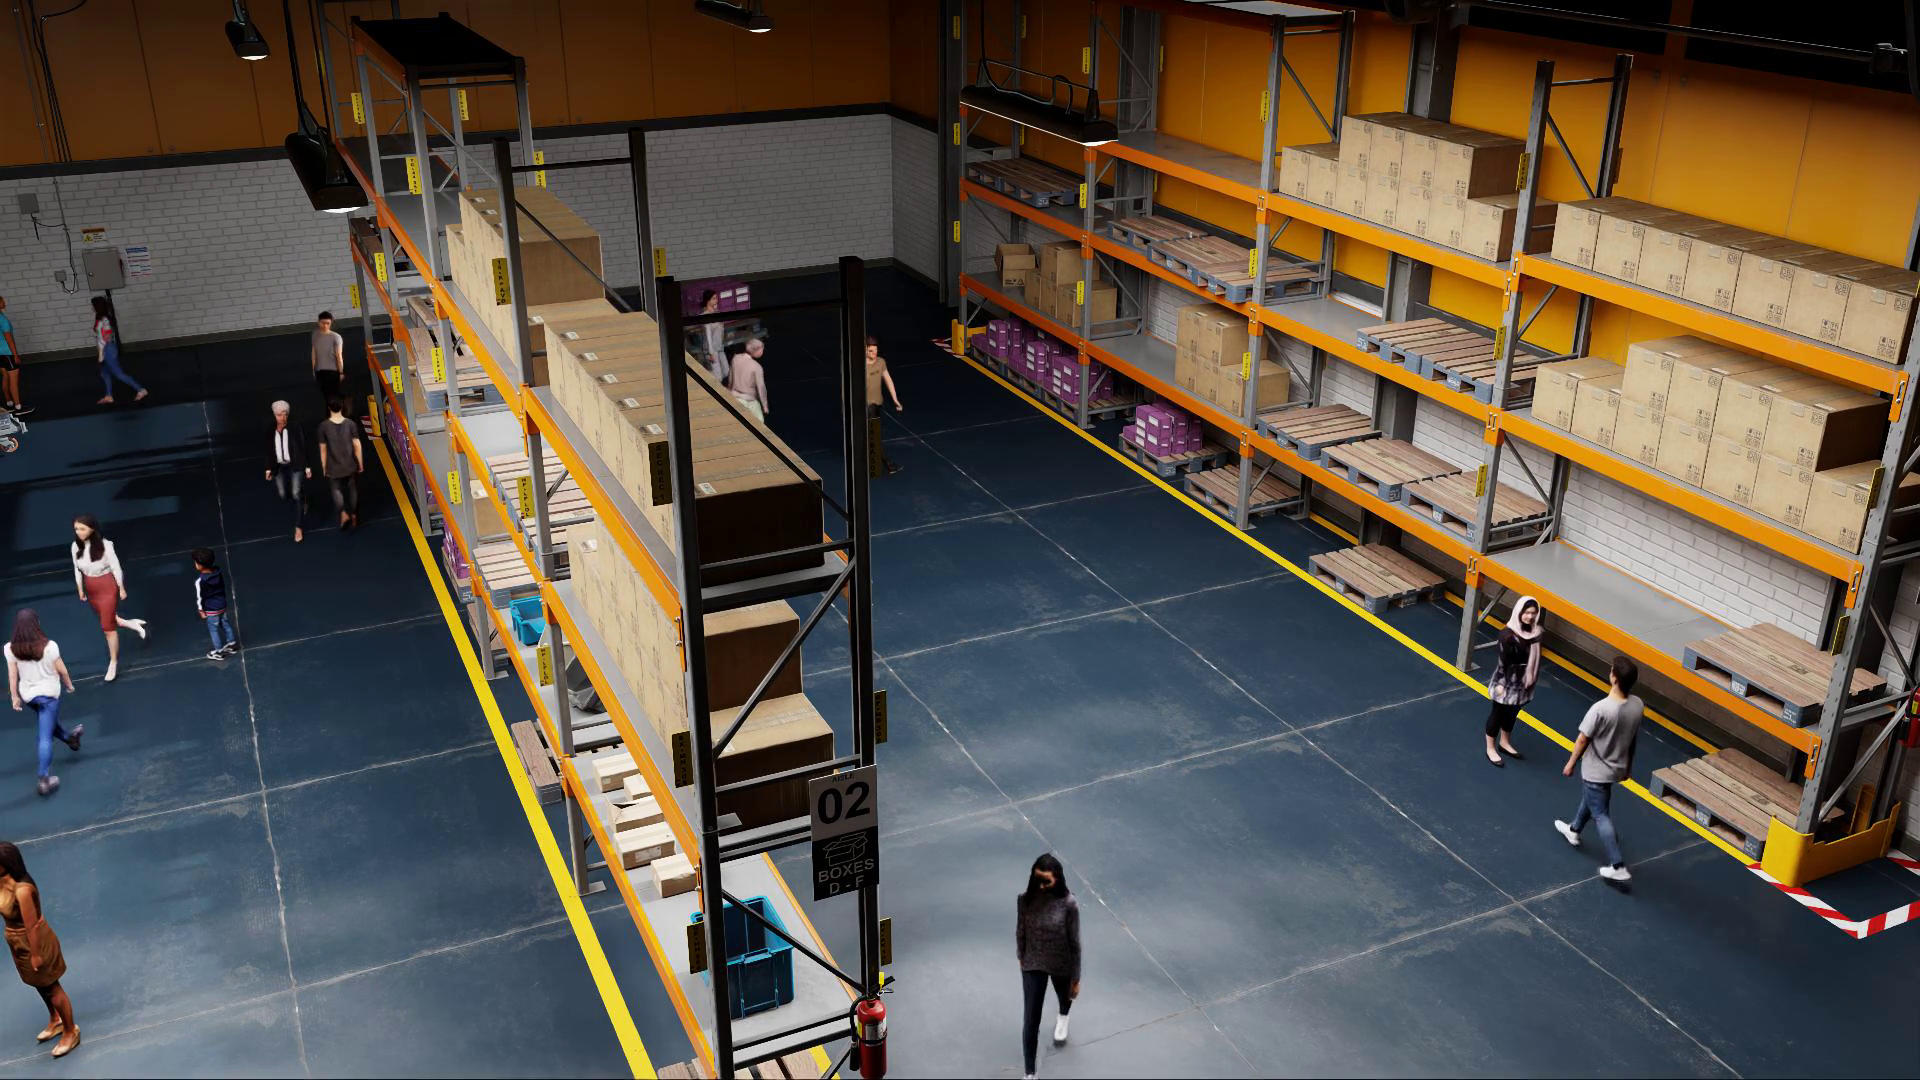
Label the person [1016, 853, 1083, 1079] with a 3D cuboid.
[{"bbox_3d":[0.637,2.840,11.298,1.081,1.687,1.224,5,24,12],"label":"person"}]

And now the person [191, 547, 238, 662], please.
[{"bbox_3d":[-7.593,0.638,16.917,0.642,1.222,0.587,9,25,20],"label":"person"}]

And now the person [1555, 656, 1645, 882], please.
[{"bbox_3d":[5.224,1.862,13.332,0.687,1.850,1.160,-10,26,-22],"label":"person"}]

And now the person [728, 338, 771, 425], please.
[{"bbox_3d":[-2.818,-1.757,21.637,0.880,1.829,0.993,5,24,11],"label":"person"}]

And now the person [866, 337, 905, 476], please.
[{"bbox_3d":[-1.229,-1.766,21.700,1.330,1.795,1.049,18,29,35],"label":"person"}]

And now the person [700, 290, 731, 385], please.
[{"bbox_3d":[-3.628,-2.739,23.970,0.877,1.760,0.820,8,25,17],"label":"person"}]

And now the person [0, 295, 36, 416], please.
[{"bbox_3d":[-13.676,-2.677,23.810,0.632,1.774,0.745,15,28,31],"label":"person"}]

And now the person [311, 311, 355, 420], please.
[{"bbox_3d":[-8.779,-2.389,23.277,1.052,1.674,1.126,9,25,19],"label":"person"}]

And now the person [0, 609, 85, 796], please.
[{"bbox_3d":[-8.053,1.456,14.525,0.963,1.638,1.221,0,24,0],"label":"person"}]

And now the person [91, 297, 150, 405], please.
[{"bbox_3d":[-12.279,-2.735,24.177,0.724,1.588,0.931,-8,25,-17],"label":"person"}]

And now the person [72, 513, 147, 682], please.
[{"bbox_3d":[-8.486,0.515,16.566,0.937,1.727,1.092,1,24,2],"label":"person"}]

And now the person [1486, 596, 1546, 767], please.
[{"bbox_3d":[5.000,1.239,15.027,0.640,1.635,0.620,-13,27,-27],"label":"person"}]

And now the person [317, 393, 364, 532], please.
[{"bbox_3d":[-7.368,-0.897,19.829,0.628,1.702,0.786,-9,25,-21],"label":"person"}]

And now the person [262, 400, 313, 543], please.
[{"bbox_3d":[-7.882,-0.889,19.705,0.974,1.758,1.041,1,24,1],"label":"person"}]

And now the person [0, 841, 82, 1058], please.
[{"bbox_3d":[-6.368,2.784,11.427,0.590,1.686,0.695,17,29,34],"label":"person"}]
